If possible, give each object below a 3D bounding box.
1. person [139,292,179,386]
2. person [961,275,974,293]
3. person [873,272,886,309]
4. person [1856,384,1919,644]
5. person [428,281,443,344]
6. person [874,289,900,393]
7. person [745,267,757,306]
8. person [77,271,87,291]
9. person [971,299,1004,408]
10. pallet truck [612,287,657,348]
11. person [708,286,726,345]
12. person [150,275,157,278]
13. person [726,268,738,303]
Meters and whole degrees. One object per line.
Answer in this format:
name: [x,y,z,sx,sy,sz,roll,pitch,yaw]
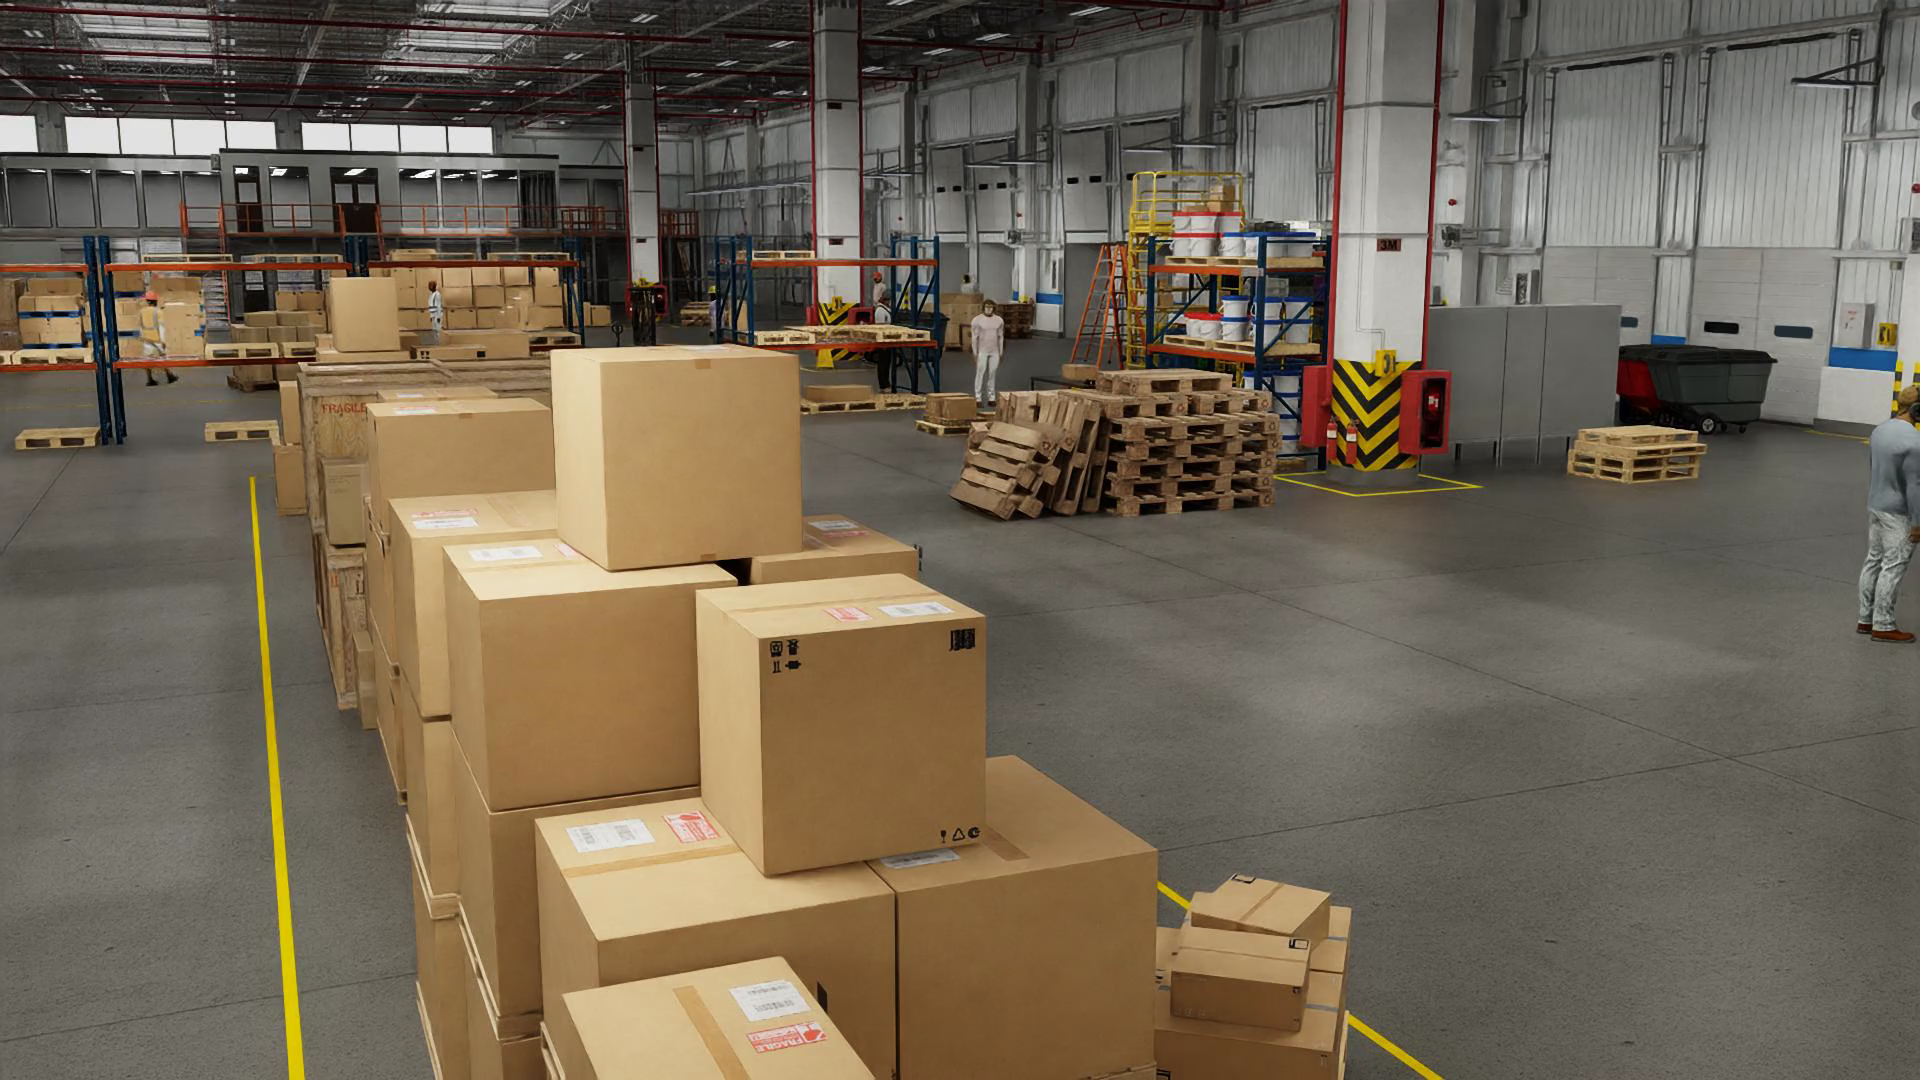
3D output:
person: [-16.484,-4.132,34.157,0.574,1.896,0.931,2,10,8]
person: [0.306,-7.673,53.908,0.514,1.832,0.934,-5,12,-27]
person: [-2.446,-7.071,50.124,0.391,1.986,0.609,-7,12,-32]
person: [6.963,-0.193,12.384,0.377,1.931,0.636,0,10,1]
person: [-14.044,-6.004,44.564,0.354,1.876,0.574,-8,13,-38]
person: [-1.390,-3.879,32.379,0.536,2.000,0.677,1,10,8]
person: [-9.319,-11.307,74.011,0.652,1.786,0.980,-8,13,-37]
person: [-29.703,-8.154,56.318,0.458,1.899,0.628,3,11,15]
person: [0.498,-3.316,29.571,0.628,1.937,0.378,-5,11,-25]
pallet truck: [-6.464,-4.406,35.401,0.823,1.965,1.885,6,12,32]
person: [-5.555,-4.834,37.953,0.382,1.928,0.587,3,11,18]
person: [-24.546,-7.126,50.692,0.997,1.878,0.570,1,10,5]
person: [-8.197,-8.774,59.621,0.408,1.942,0.616,6,12,32]
